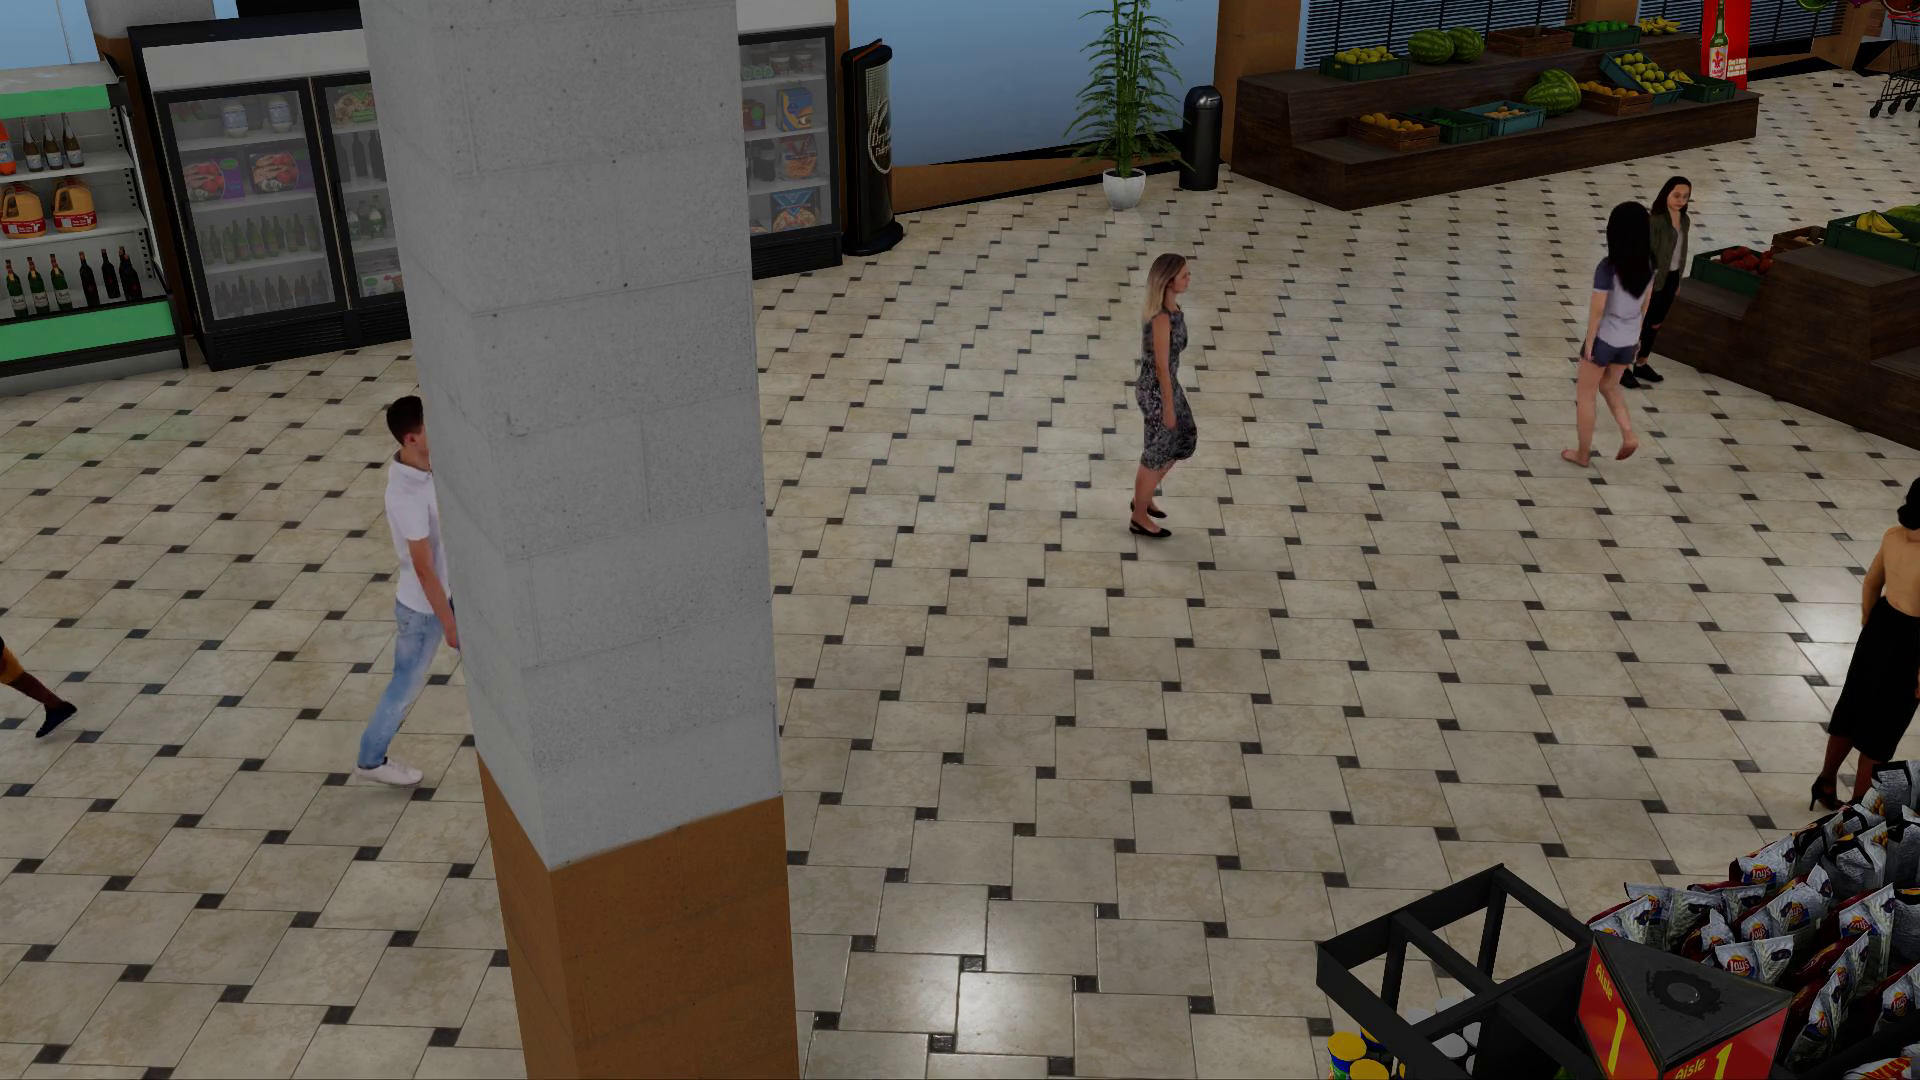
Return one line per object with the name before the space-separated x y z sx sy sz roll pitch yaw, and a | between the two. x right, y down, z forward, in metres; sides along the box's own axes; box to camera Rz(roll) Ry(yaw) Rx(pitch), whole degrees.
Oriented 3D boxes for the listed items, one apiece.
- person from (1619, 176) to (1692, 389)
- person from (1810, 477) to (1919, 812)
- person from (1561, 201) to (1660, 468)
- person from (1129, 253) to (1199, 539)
person | 4.854 -1.804 11.595 0.447 1.475 0.642 -13 30 -23
person | 3.855 0.480 6.891 0.649 1.655 0.651 -4 27 -8
person | 4.040 -1.204 10.168 0.687 1.695 0.709 -11 29 -20
person | 1.031 -0.798 9.377 0.754 1.687 0.702 5 27 9
